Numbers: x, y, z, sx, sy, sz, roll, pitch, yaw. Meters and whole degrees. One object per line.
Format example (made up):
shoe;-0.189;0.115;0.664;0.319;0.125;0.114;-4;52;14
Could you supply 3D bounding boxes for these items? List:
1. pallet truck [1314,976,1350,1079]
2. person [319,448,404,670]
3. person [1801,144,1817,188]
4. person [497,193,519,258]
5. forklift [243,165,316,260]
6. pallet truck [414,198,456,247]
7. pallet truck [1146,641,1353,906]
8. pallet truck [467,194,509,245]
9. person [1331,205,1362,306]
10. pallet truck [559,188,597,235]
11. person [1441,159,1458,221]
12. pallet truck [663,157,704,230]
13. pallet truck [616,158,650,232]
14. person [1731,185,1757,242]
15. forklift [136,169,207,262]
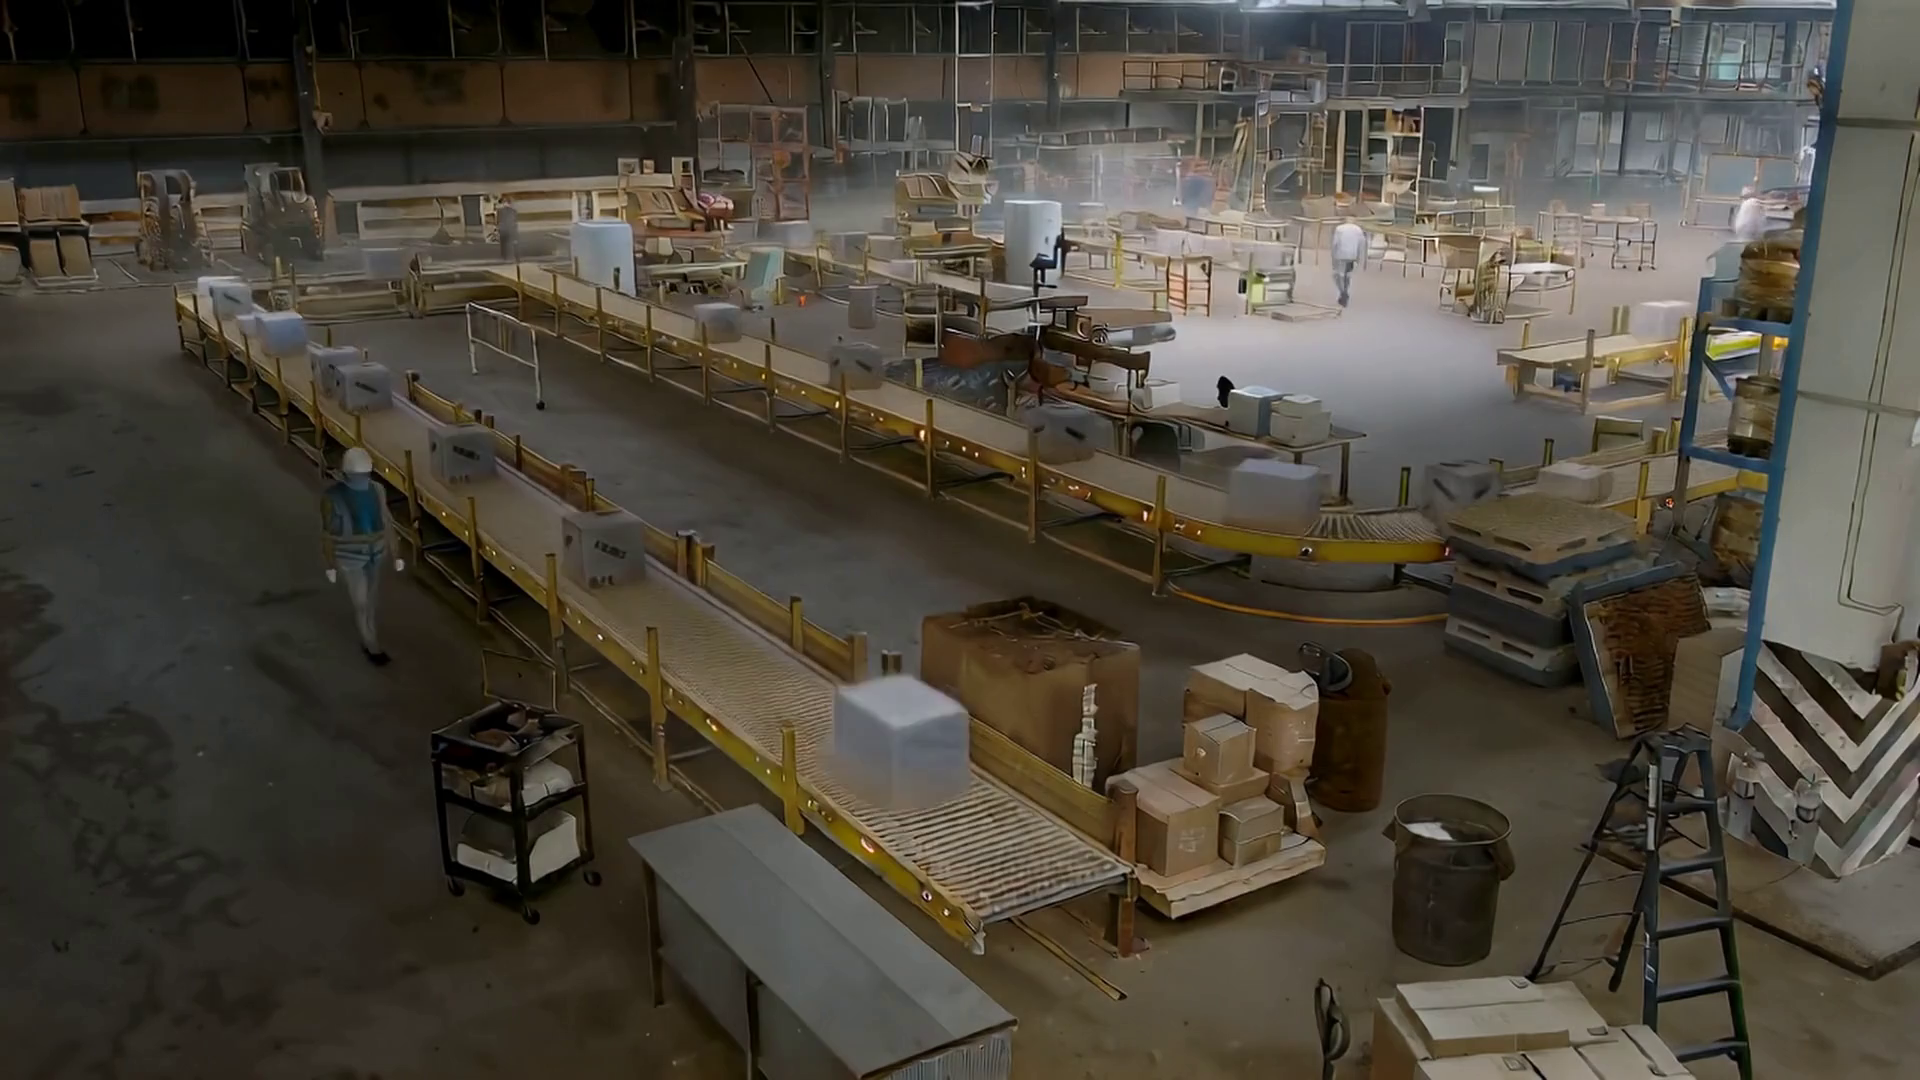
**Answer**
pallet truck;2.299;2.390;7.086;1.601;1.201;0.680;-2;17;-7
person;-4.779;0.152;13.537;0.757;1.801;0.610;12;20;34
person;25.999;-11.165;50.993;0.374;1.927;0.542;2;17;8
person;-10.015;-6.730;36.540;0.552;1.733;0.786;9;19;27
forklift;-15.898;-7.669;38.708;1.157;1.987;2.680;-11;20;-33
pallet truck;-13.250;-8.060;41.856;0.680;1.201;1.601;-10;20;-31
pallet truck;1.664;1.407;10.232;1.630;1.274;0.653;-10;20;-31
pallet truck;-11.983;-8.177;42.137;0.704;1.261;1.522;-11;20;-33
person;7.432;-5.455;31.997;0.577;1.921;0.518;-2;17;-7
pallet truck;-10.010;-8.652;43.699;0.653;1.274;1.630;-10;20;-31
person;13.932;-9.954;47.305;0.497;1.733;0.426;-12;20;-35
pallet truck;-7.586;-9.308;44.692;0.823;1.965;1.885;-11;20;-33
pallet truck;-8.918;-9.176;44.255;0.823;1.965;1.885;-9;19;-27
person;17.746;-7.169;37.914;0.621;1.792;0.873;-15;23;-42
forklift;-17.842;-7.318;37.559;1.157;1.987;2.680;-10;20;-31
